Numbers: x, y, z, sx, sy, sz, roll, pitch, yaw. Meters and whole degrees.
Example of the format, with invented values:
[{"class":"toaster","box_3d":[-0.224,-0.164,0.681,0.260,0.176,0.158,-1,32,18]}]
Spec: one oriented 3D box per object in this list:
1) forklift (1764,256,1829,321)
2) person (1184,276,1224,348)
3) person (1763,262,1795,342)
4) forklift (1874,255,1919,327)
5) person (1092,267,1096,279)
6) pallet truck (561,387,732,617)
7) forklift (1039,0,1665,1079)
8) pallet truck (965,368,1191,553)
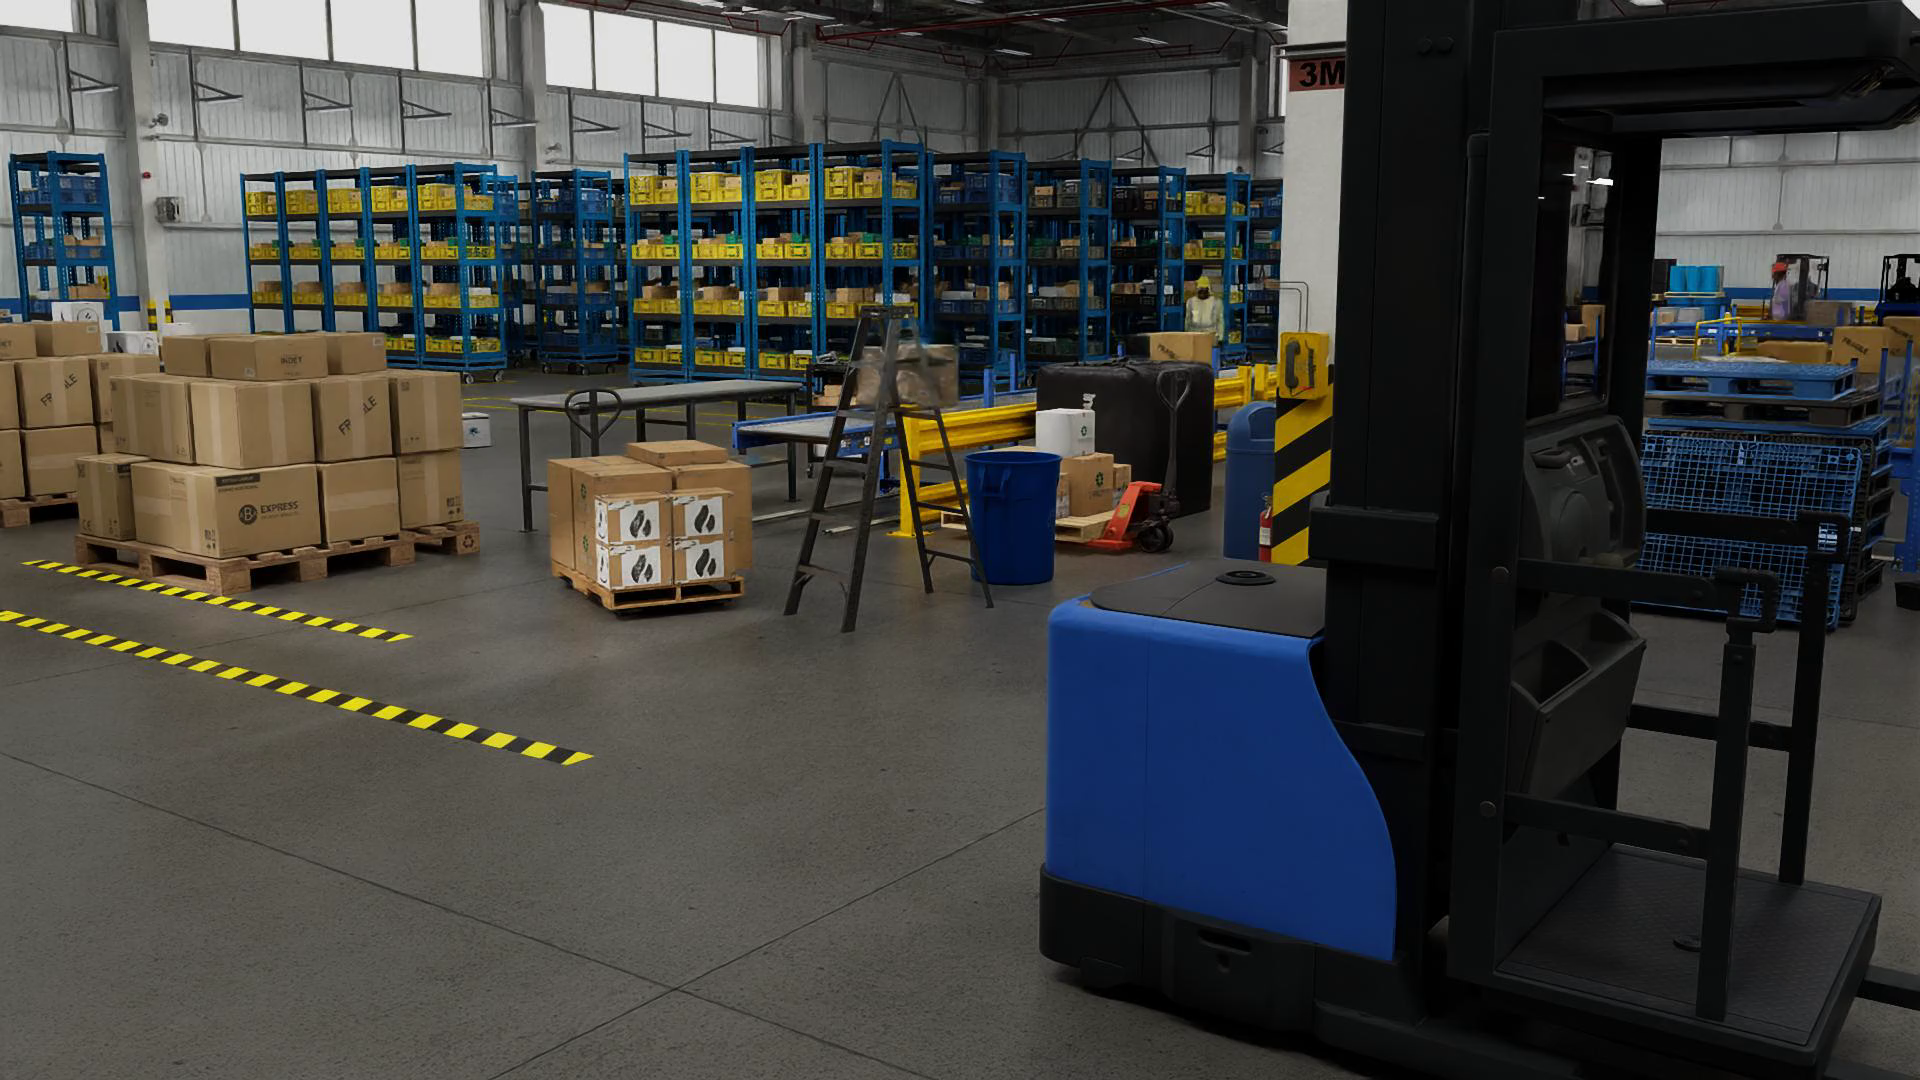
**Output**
[{"class":"forklift","box_3d":[20.253,-5.854,40.139,1.157,1.987,2.680,7,12,35]},{"class":"person","box_3d":[3.711,-3.102,25.222,0.610,1.811,0.820,3,10,17]},{"class":"person","box_3d":[16.137,-4.476,32.866,1.064,1.980,0.633,4,10,24]},{"class":"forklift","box_3d":[22.089,-5.634,38.796,1.157,1.987,2.680,6,11,33]},{"class":"person","box_3d":[3.104,-5.441,38.637,0.746,1.972,0.622,-5,11,-26]},{"class":"pallet truck","box_3d":[-1.981,-0.274,10.088,0.680,1.201,1.601,-5,11,-28]},{"class":"forklift","box_3d":[1.249,-0.137,4.360,1.873,2.768,1.129,7,12,35]},{"class":"pallet truck","box_3d":[0.845,-0.609,11.869,1.630,1.274,0.653,7,12,35]}]
